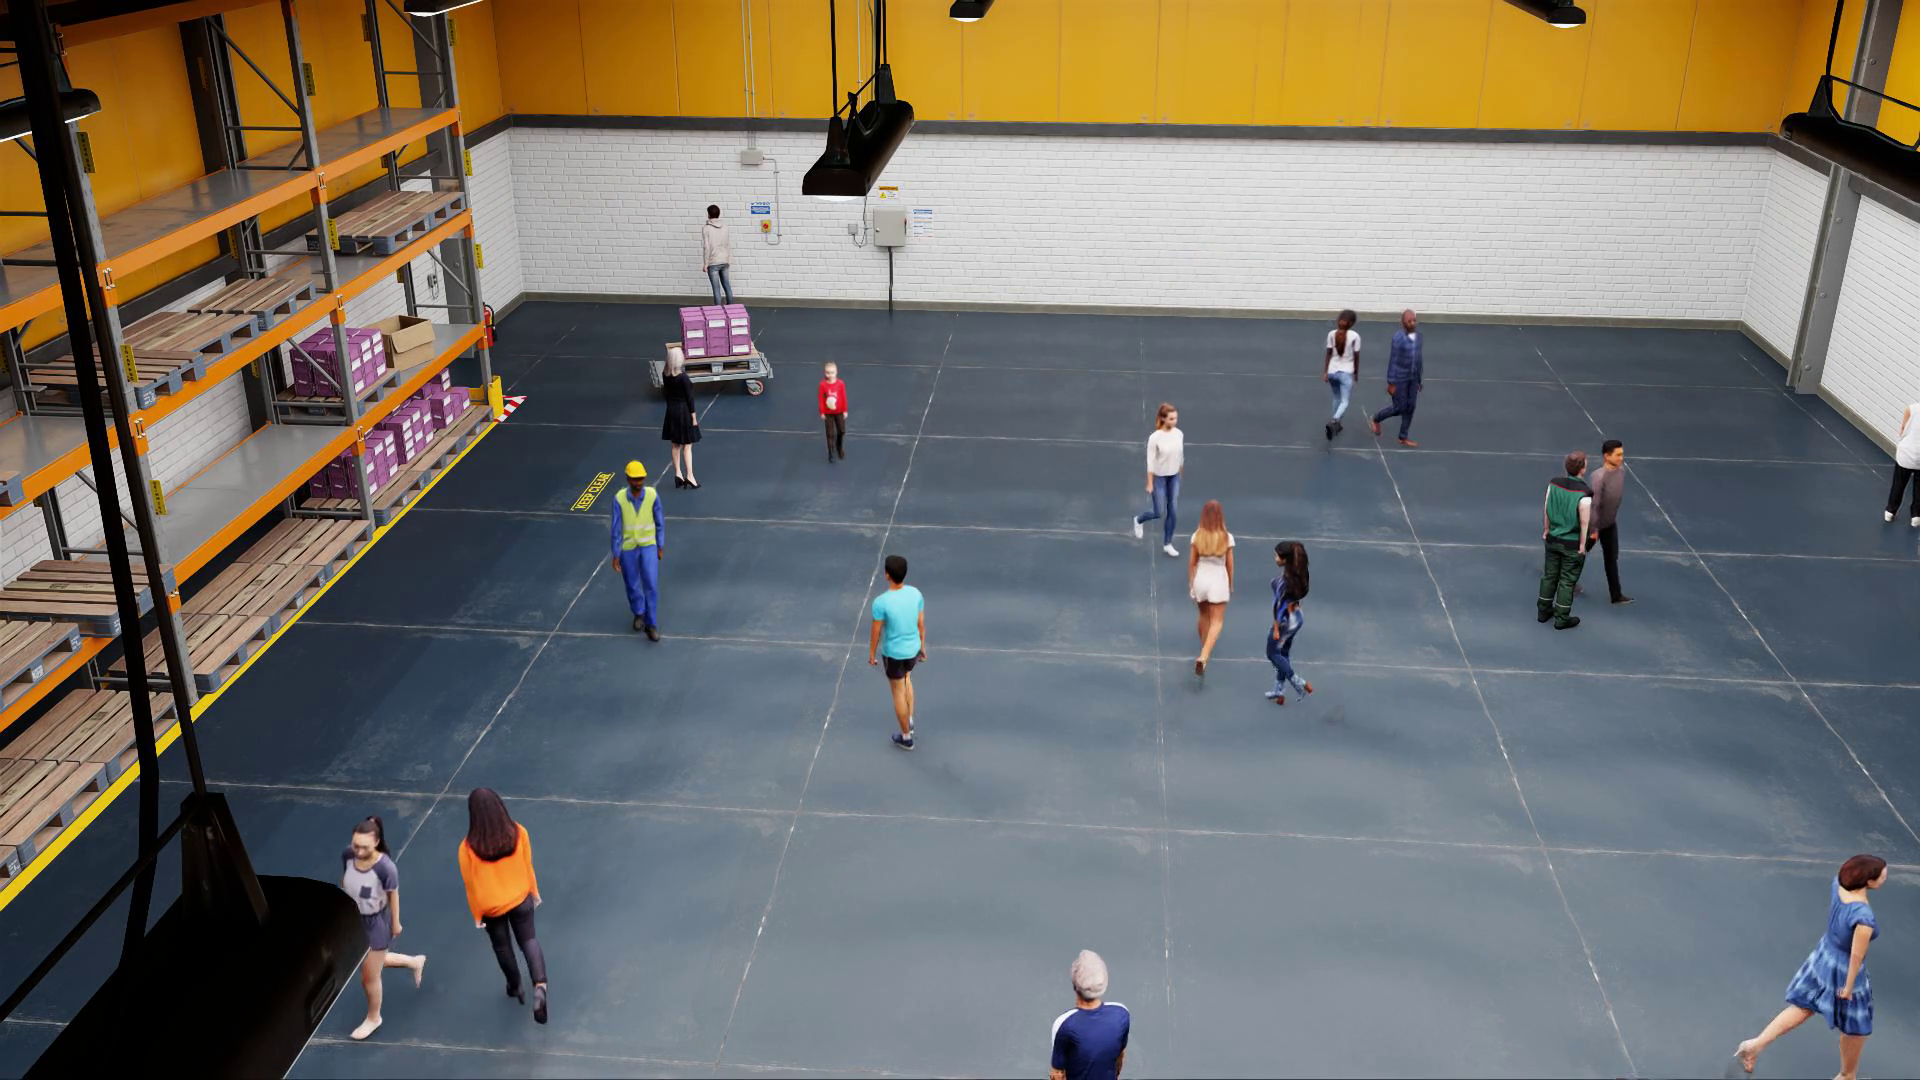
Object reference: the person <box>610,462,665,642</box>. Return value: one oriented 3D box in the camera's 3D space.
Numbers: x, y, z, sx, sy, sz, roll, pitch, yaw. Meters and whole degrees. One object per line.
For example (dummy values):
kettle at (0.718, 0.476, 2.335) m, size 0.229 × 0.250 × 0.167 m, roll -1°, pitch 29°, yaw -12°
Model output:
person at (-3.173, 0.046, 16.337) m, size 0.848 × 1.787 × 1.007 m, roll -4°, pitch 24°, yaw -10°

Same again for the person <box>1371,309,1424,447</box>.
person at (5.591, -2.082, 21.190) m, size 0.981 × 1.800 × 1.053 m, roll -18°, pitch 29°, yaw -35°

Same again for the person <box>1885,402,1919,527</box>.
person at (10.870, -1.006, 18.869) m, size 0.748 × 1.686 × 0.756 m, roll 13°, pitch 27°, yaw 27°

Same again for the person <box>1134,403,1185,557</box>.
person at (2.177, -0.673, 18.084) m, size 0.884 × 1.705 × 0.990 m, roll -13°, pitch 27°, yaw -27°

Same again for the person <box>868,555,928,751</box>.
person at (-0.458, 0.996, 14.199) m, size 0.771 × 1.759 × 0.814 m, roll -13°, pitch 27°, yaw -27°

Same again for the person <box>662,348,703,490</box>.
person at (-3.323, -1.456, 19.824) m, size 0.693 × 1.747 × 0.716 m, roll 15°, pitch 28°, yaw 31°

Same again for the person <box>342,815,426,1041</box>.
person at (-3.808, 2.493, 10.954) m, size 0.881 × 1.616 × 1.008 m, roll 17°, pitch 29°, yaw 34°

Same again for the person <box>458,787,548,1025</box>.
person at (-2.974, 2.444, 10.931) m, size 0.972 × 1.724 × 1.070 m, roll -14°, pitch 27°, yaw -29°

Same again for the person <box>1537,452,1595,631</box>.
person at (5.982, -0.015, 16.407) m, size 0.804 × 1.843 × 0.735 m, roll -17°, pitch 29°, yaw -33°

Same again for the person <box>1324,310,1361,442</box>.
person at (4.867, -2.082, 21.317) m, size 0.866 × 1.698 × 1.095 m, roll 13°, pitch 27°, yaw 27°

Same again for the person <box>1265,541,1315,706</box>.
person at (2.989, 0.768, 14.903) m, size 0.862 × 1.614 × 0.820 m, roll 18°, pitch 29°, yaw 35°

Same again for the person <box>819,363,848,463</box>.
person at (-1.589, -1.618, 20.783) m, size 0.563 × 1.275 × 0.579 m, roll -4°, pitch 24°, yaw -10°

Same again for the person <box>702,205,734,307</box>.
person at (-3.848, -4.407, 26.443) m, size 0.742 × 1.852 × 0.818 m, roll -21°, pitch 31°, yaw -40°

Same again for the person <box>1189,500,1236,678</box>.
person at (2.322, 0.470, 15.511) m, size 0.753 × 1.673 × 1.077 m, roll 8°, pitch 25°, yaw 18°

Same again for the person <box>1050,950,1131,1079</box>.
person at (0.729, 3.152, 9.205) m, size 0.900 × 1.809 × 1.043 m, roll -9°, pitch 25°, yaw -20°

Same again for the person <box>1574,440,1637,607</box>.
person at (6.463, -0.200, 16.973) m, size 1.221 × 1.728 × 1.066 m, roll 0°, pitch 24°, yaw 0°

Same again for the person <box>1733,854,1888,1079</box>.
person at (5.335, 2.701, 10.280) m, size 0.819 × 1.775 × 1.065 m, roll -2°, pitch 24°, yaw -4°
